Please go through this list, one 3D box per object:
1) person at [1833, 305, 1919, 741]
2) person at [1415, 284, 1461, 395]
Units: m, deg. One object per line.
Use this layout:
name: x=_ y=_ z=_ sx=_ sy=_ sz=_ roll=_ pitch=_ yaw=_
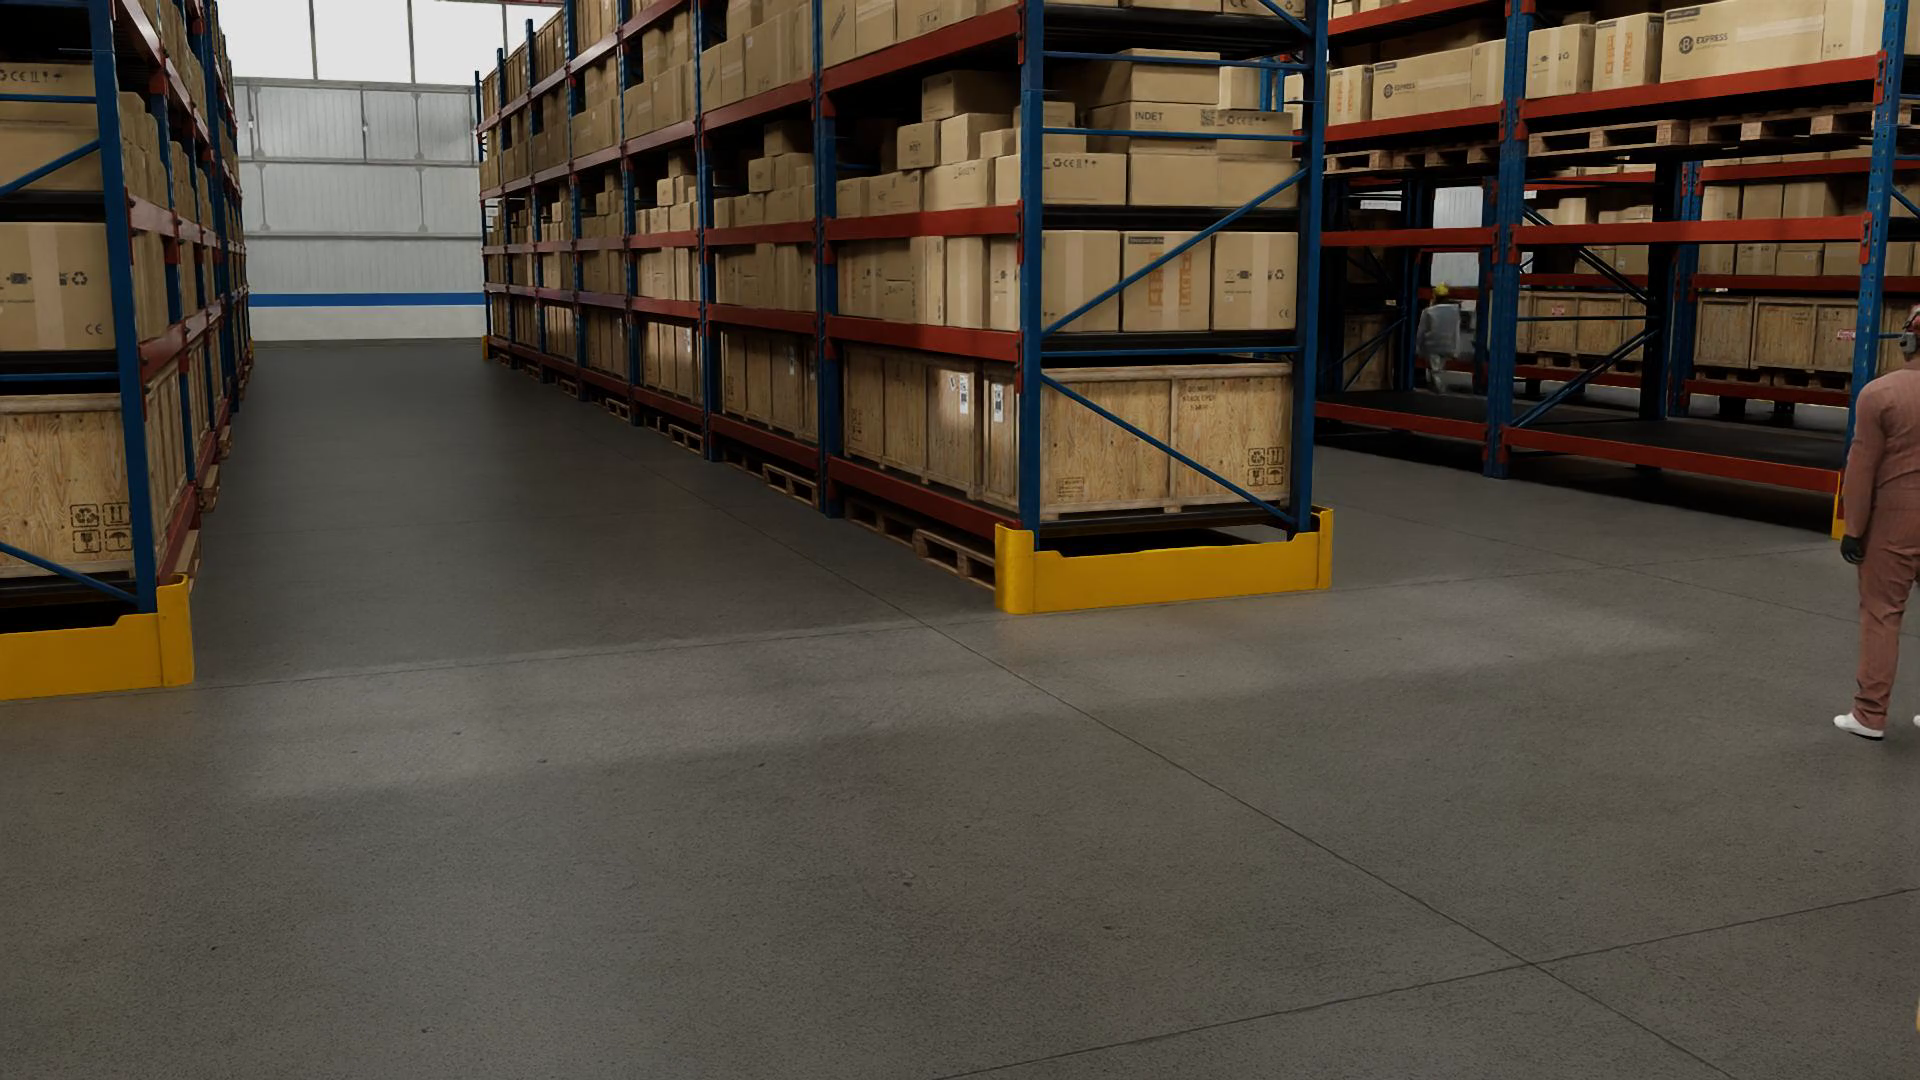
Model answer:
person: x=4.151 y=-0.071 z=7.240 sx=0.645 sy=1.898 sz=0.398 roll=0 pitch=9 yaw=1
person: x=6.497 y=-2.578 z=22.576 sx=0.590 sy=1.794 sz=0.898 roll=-4 pitch=10 yaw=-20
